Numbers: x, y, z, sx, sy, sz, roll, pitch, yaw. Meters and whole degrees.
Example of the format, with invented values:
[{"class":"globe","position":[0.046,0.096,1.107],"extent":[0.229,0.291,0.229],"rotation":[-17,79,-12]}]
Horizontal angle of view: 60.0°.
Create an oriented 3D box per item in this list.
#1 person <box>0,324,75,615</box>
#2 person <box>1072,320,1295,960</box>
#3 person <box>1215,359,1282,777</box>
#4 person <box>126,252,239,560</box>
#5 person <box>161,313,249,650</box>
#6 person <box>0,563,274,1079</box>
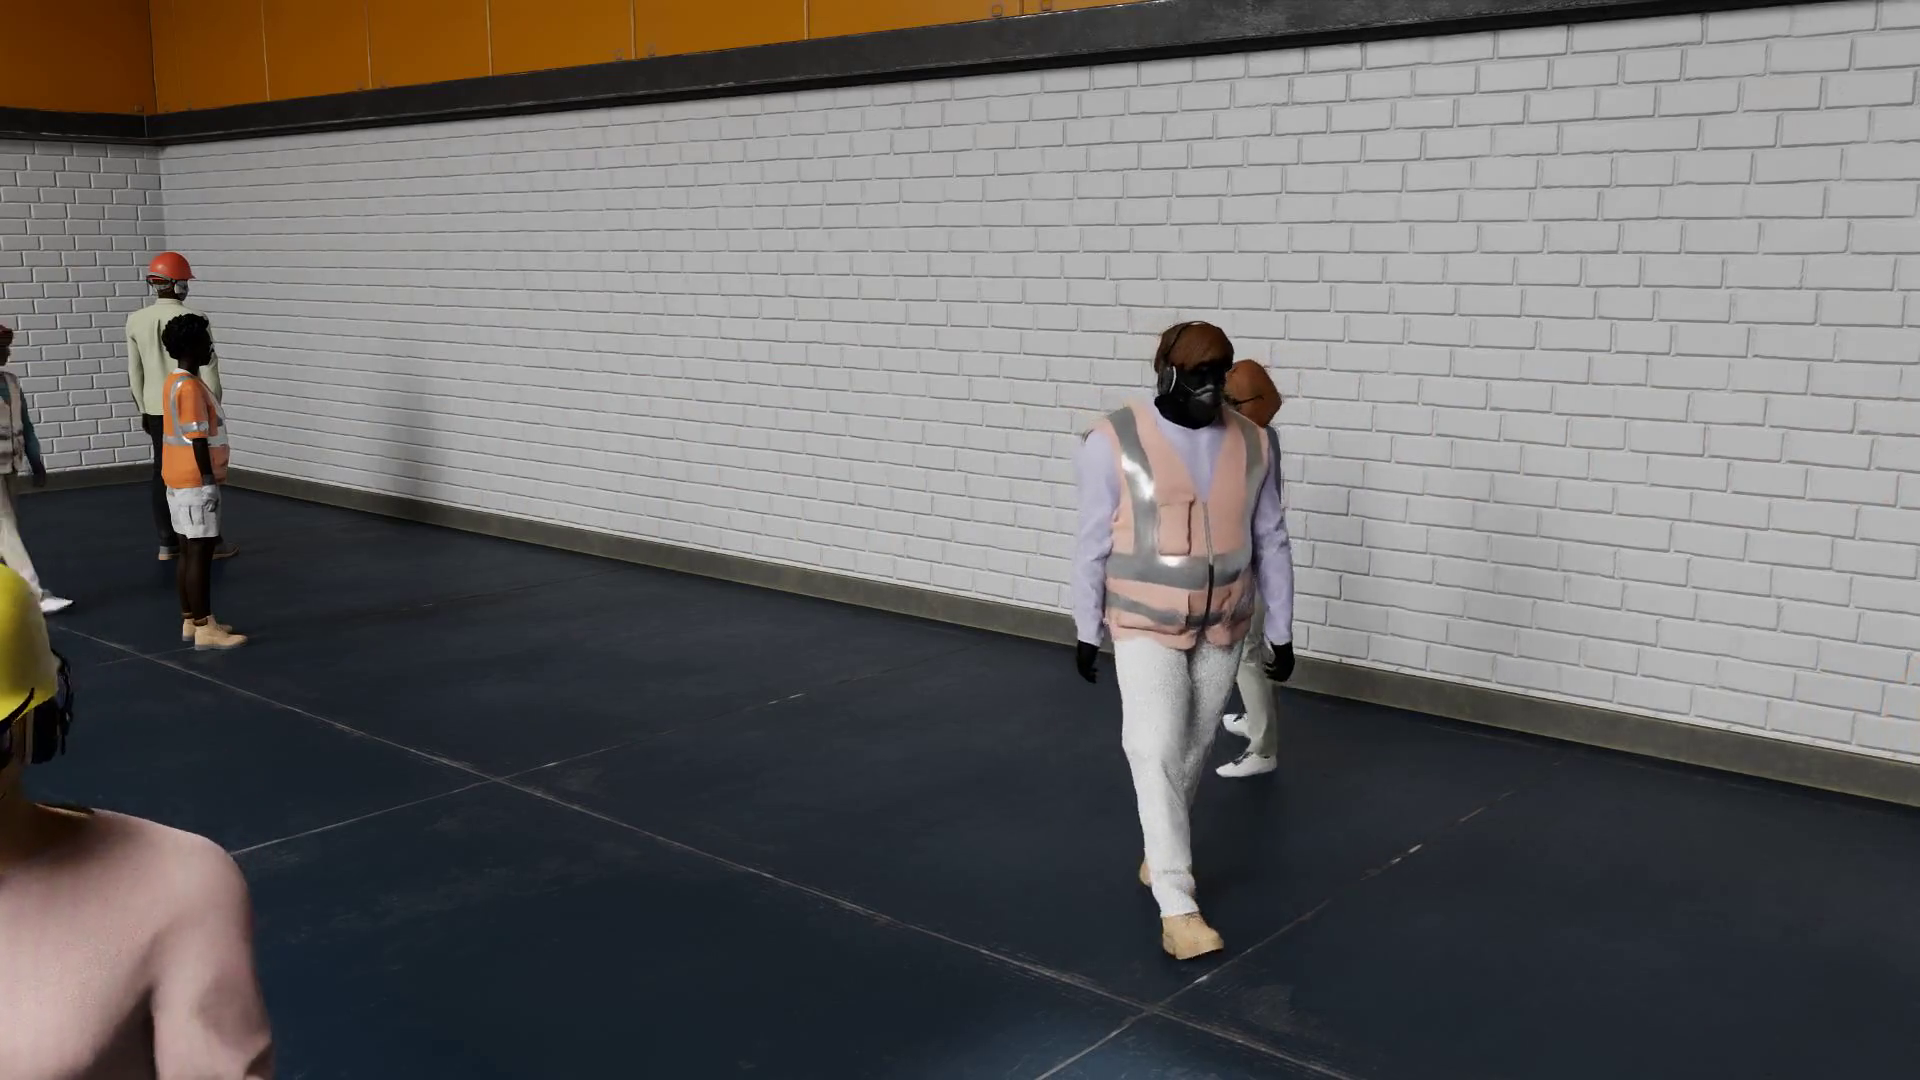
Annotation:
[{"class":"person","position":[-5.234,-0.382,9.158],"extent":[0.705,1.602,0.541],"rotation":[0,10,2]},{"class":"person","position":[0.694,0.273,4.881],"extent":[0.653,1.807,0.788],"rotation":[-3,11,-19]},{"class":"person","position":[1.120,0.097,6.440],"extent":[0.301,1.611,0.676],"rotation":[3,10,16]},{"class":"person","position":[-5.055,-0.857,10.786],"extent":[0.611,1.996,0.378],"rotation":[2,10,10]},{"class":"person","position":[-3.860,-0.292,8.427],"extent":[0.318,1.697,0.533],"rotation":[-7,12,-34]},{"class":"person","position":[-0.975,0.864,1.717],"extent":[0.546,1.730,0.809],"rotation":[-4,11,-19]}]
